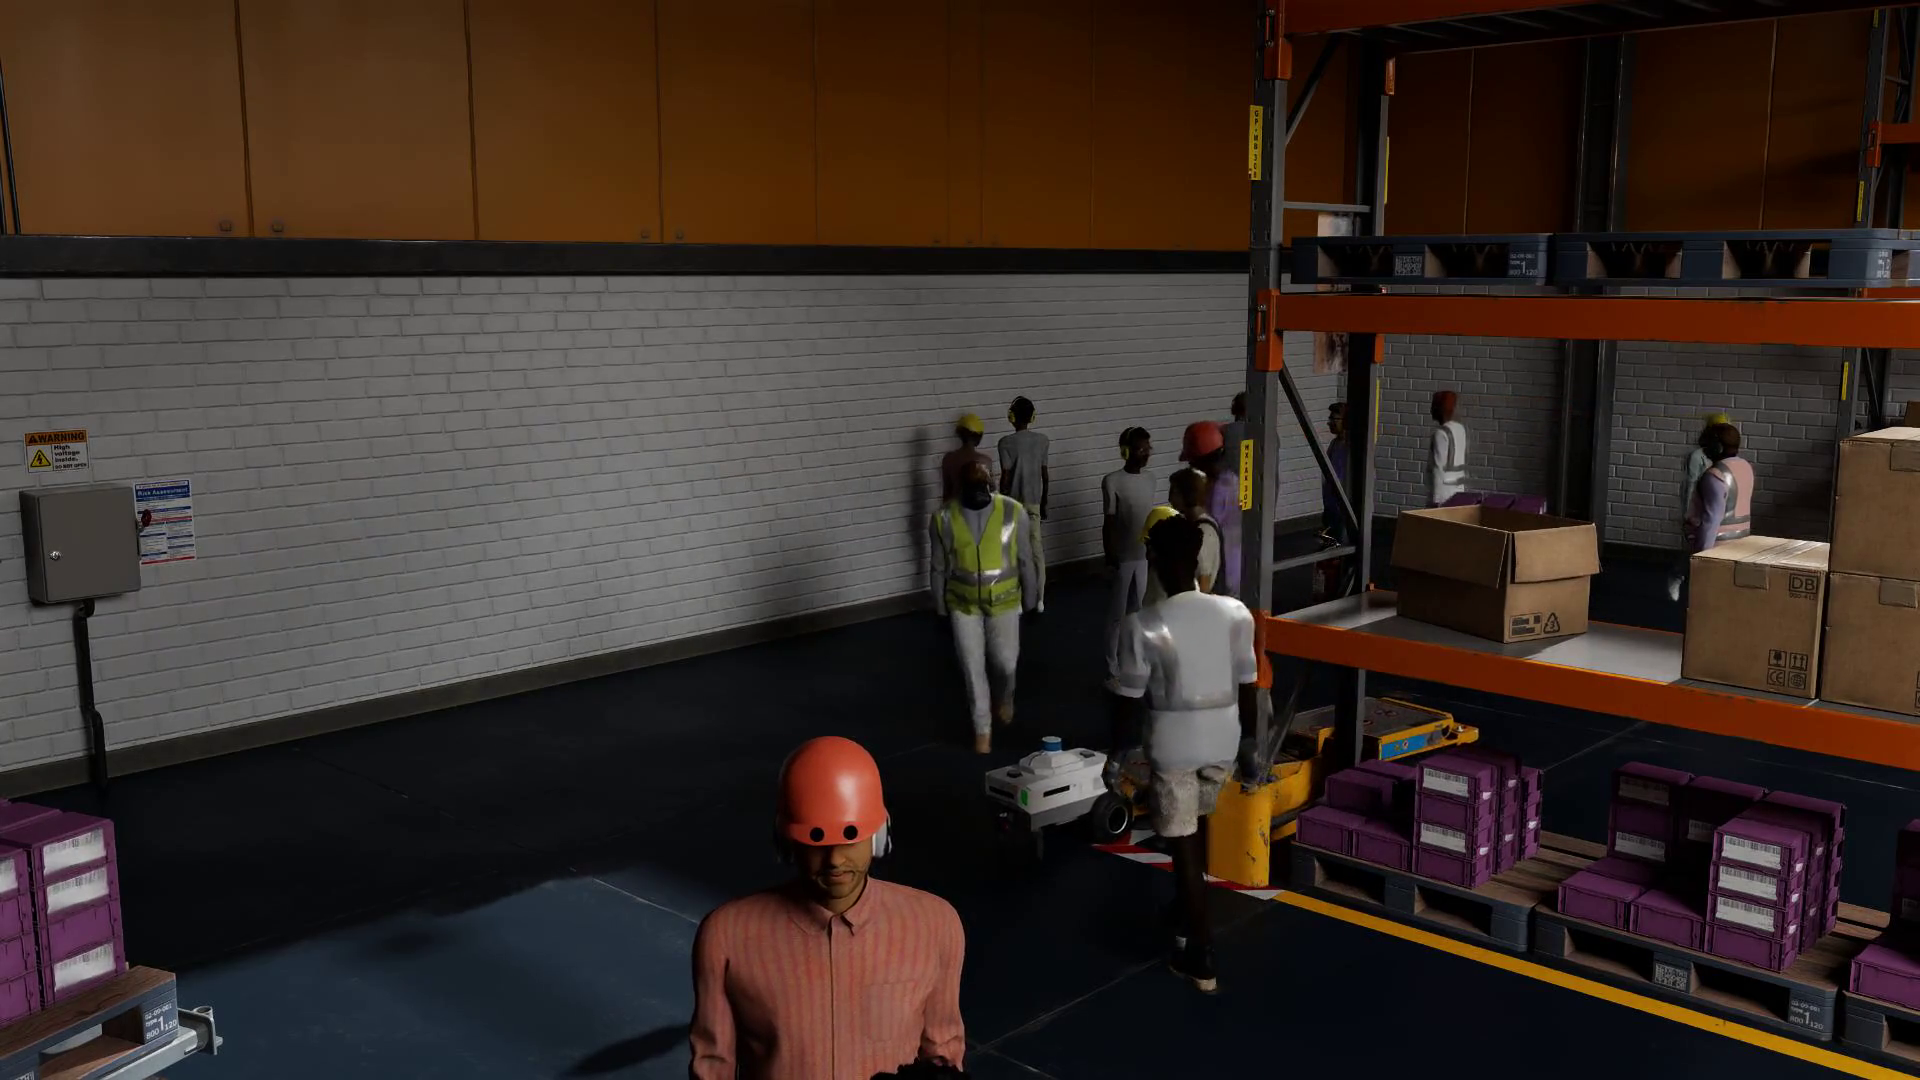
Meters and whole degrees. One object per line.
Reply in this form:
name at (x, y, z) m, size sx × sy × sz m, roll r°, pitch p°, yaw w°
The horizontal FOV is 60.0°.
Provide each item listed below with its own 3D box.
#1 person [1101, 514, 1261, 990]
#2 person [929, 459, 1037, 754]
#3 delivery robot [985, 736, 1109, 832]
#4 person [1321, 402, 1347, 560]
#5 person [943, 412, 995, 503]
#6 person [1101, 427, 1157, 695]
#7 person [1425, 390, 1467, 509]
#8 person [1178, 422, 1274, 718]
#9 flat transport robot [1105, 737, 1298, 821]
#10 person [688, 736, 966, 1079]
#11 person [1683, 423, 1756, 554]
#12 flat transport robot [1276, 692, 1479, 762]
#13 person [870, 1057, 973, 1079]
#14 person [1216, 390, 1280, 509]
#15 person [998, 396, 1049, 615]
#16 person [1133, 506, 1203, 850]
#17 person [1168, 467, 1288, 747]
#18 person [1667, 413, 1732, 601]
person at (0.888, 0.850, 7.000) m, size 0.627 × 1.931 × 0.815 m, roll -4°, pitch 10°, yaw -24°
person at (0.140, 0.387, 10.237) m, size 0.665 × 1.813 × 0.590 m, roll 1°, pitch 9°, yaw 6°
delivery robot at (0.465, 1.249, 8.508) m, size 0.707 × 0.478 × 0.477 m, roll -8°, pitch 12°, yaw -40°
person at (3.205, -0.232, 13.929) m, size 0.389 × 1.846 × 0.566 m, roll -2°, pitch 9°, yaw -10°
person at (0.064, -0.182, 13.972) m, size 0.533 × 1.789 × 0.430 m, roll 7°, pitch 12°, yaw 38°
person at (1.198, 0.144, 11.567) m, size 0.528 × 1.868 × 0.323 m, roll -8°, pitch 12°, yaw -40°
person at (4.462, -0.428, 15.107) m, size 0.681 × 1.866 × 0.576 m, roll 8°, pitch 12°, yaw 40°
person at (1.621, 0.211, 10.851) m, size 0.994 × 1.962 × 0.642 m, roll 2°, pitch 9°, yaw 9°
flat transport robot at (1.237, 1.311, 9.284) m, size 1.431 × 0.197 × 0.652 m, roll -4°, pitch 10°, yaw -24°
person at (-0.272, 1.384, 3.560) m, size 0.611 × 1.996 × 0.378 m, roll -2°, pitch 10°, yaw -14°
person at (5.489, 0.069, 12.100) m, size 0.619 × 1.845 × 0.430 m, roll -9°, pitch 13°, yaw -42°
flat transport robot at (2.447, 1.177, 10.110) m, size 1.431 × 0.197 × 0.652 m, roll -7°, pitch 12°, yaw -37°
person at (-0.014, 1.668, 2.753) m, size 0.321 × 1.692 × 0.530 m, roll 2°, pitch 9°, yaw 12°
person at (2.383, -0.328, 14.309) m, size 0.663 × 1.916 × 0.643 m, roll 0°, pitch 9°, yaw -3°
person at (0.528, -0.293, 14.227) m, size 0.518 × 1.874 × 0.326 m, roll -5°, pitch 10°, yaw -27°
person at (1.055, 0.699, 8.508) m, size 0.349 × 1.761 × 0.530 m, roll -2°, pitch 10°, yaw -15°
person at (1.495, 0.470, 9.772) m, size 0.864 × 1.809 × 0.532 m, roll 3°, pitch 10°, yaw 16°
person at (6.418, -0.242, 14.327) m, size 0.505 × 1.728 × 0.472 m, roll -3°, pitch 10°, yaw -18°
